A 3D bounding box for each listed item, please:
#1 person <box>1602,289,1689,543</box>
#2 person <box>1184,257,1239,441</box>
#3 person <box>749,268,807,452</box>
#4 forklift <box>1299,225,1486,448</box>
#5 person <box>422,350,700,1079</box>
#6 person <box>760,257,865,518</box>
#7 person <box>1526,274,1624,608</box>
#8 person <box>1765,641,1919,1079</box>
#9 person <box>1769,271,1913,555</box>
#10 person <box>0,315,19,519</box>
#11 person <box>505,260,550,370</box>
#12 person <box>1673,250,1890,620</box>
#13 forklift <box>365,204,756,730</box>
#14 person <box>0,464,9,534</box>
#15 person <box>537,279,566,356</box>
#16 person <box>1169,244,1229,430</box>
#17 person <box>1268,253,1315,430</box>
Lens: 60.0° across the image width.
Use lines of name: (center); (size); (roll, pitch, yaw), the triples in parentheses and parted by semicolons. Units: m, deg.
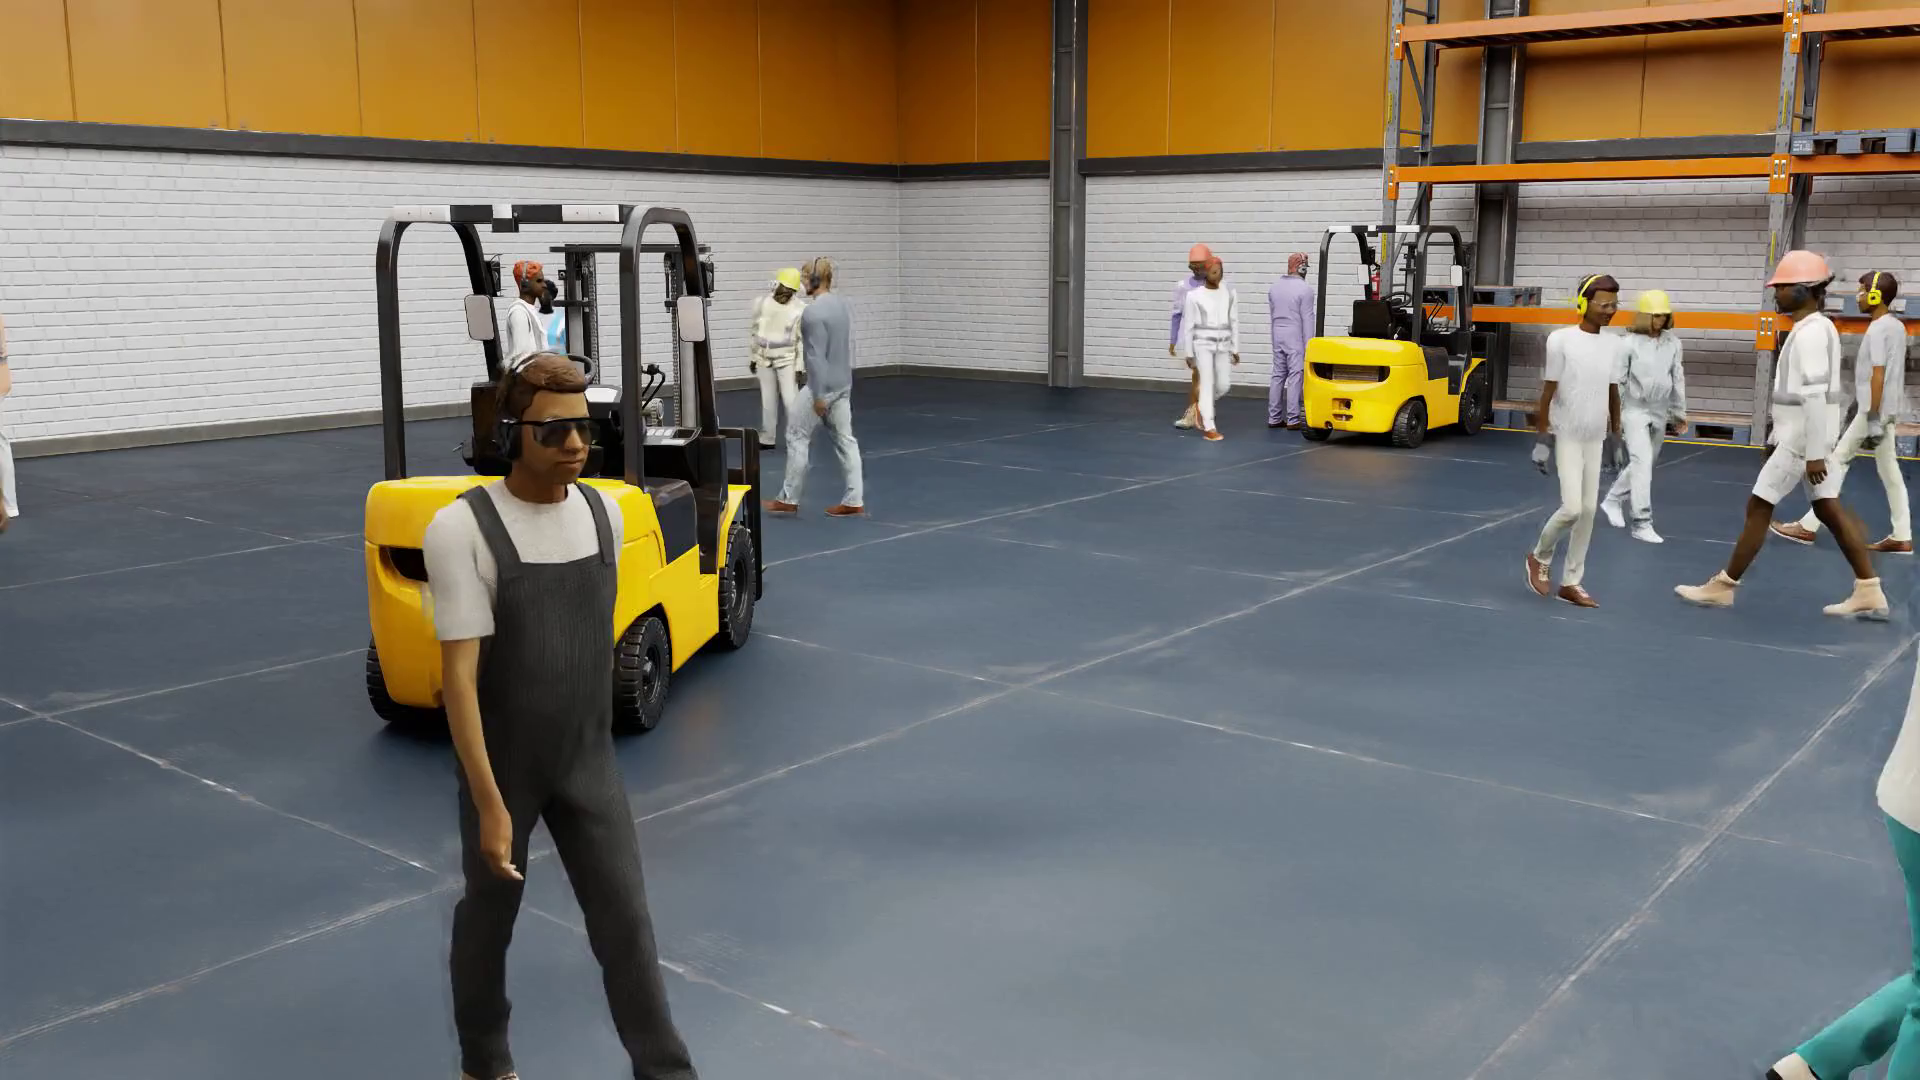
person: (4.683, -0.878, 11.486); (0.489, 1.709, 0.806); (-3, 11, -17)
person: (2.555, -1.962, 17.053); (0.594, 1.870, 0.647); (-4, 11, -19)
person: (-1.773, -1.693, 15.833); (0.719, 1.786, 0.406); (4, 11, 22)
forklift: (4.449, -2.115, 16.993); (1.214, 2.155, 2.313); (8, 13, 38)
person: (-0.853, 0.504, 3.563); (0.963, 1.794, 0.509); (10, 14, 43)
person: (-1.097, -1.099, 12.168); (0.898, 1.904, 0.645); (4, 11, 19)
person: (3.449, -0.541, 9.229); (0.534, 1.845, 0.411); (-3, 11, -18)
person: (2.018, 0.568, 3.373); (0.442, 1.744, 0.534); (5, 11, 25)
person: (5.899, -0.837, 10.952); (0.509, 1.824, 0.929); (-9, 14, -42)
person: (-7.115, -1.103, 12.114); (0.356, 1.930, 0.592); (-6, 12, -31)
person: (-3.204, -1.126, 12.371); (0.337, 1.882, 0.584); (-2, 10, -9)
person: (4.548, -0.558, 8.972); (1.070, 1.986, 0.622); (7, 12, 33)
forklift: (-1.766, -0.406, 7.525); (1.214, 2.155, 2.313); (1, 10, 7)
person: (-4.509, -0.163, 7.228); (0.646, 1.812, 0.597); (-6, 12, -30)
person: (-3.878, -1.622, 15.677); (0.539, 1.678, 0.701); (-1, 10, -5)
person: (2.609, -2.216, 18.134); (0.624, 1.991, 1.079); (7, 12, 33)
person: (3.594, -2.126, 17.877); (0.403, 1.900, 0.637); (-6, 12, -31)
